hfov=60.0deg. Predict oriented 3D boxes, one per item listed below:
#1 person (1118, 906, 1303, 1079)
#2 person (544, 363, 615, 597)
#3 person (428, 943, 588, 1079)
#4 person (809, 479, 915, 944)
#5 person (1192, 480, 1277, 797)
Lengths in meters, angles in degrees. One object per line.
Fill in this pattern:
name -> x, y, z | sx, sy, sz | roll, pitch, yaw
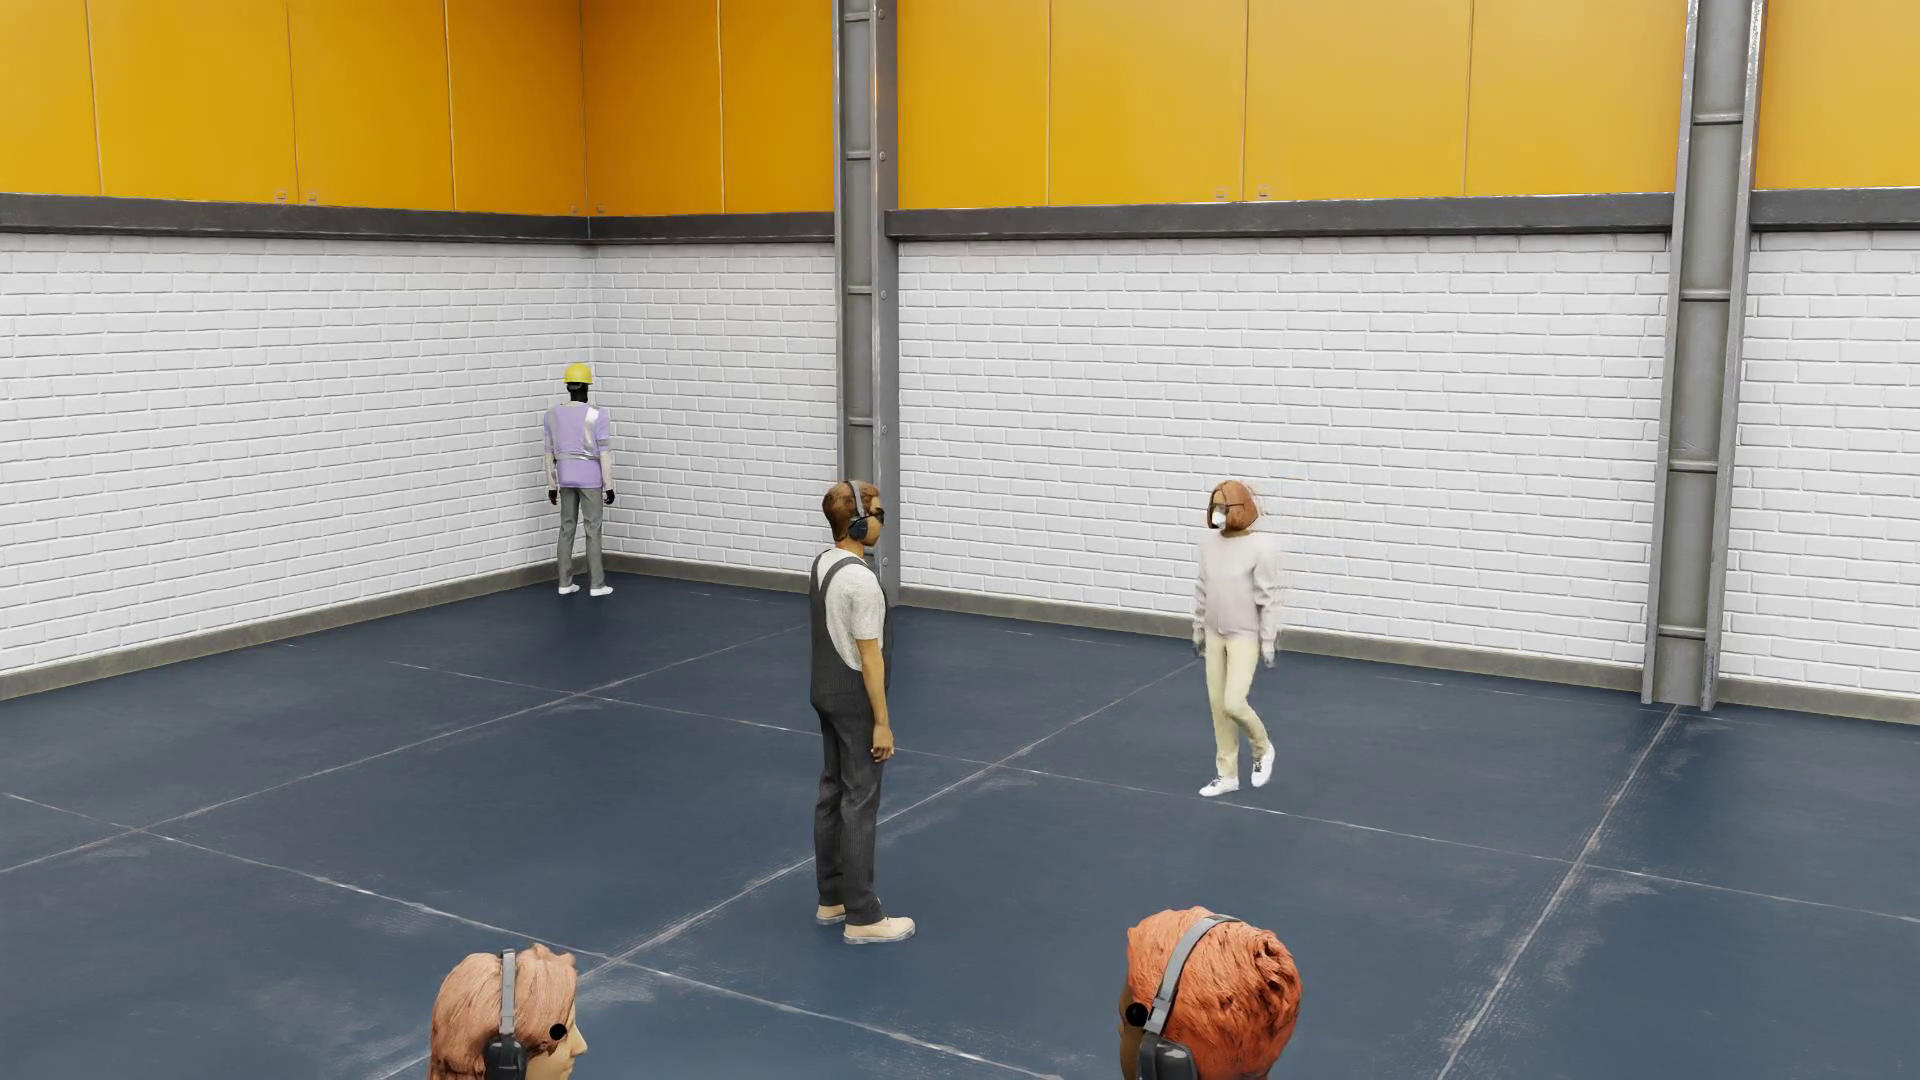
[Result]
person -> 0.303, 1.376, 2.122 | 0.351, 1.882, 0.582 | 7, 11, 37
person -> -3.113, -0.489, 13.654 | 0.588, 1.919, 0.389 | 3, 10, 17
person -> -0.694, 1.426, 2.581 | 0.523, 1.636, 0.311 | 9, 13, 44
person -> -0.414, 0.676, 6.612 | 0.345, 1.847, 0.508 | -5, 10, -29
person -> 1.366, 0.503, 8.366 | 0.382, 1.623, 0.521 | -7, 12, -39
